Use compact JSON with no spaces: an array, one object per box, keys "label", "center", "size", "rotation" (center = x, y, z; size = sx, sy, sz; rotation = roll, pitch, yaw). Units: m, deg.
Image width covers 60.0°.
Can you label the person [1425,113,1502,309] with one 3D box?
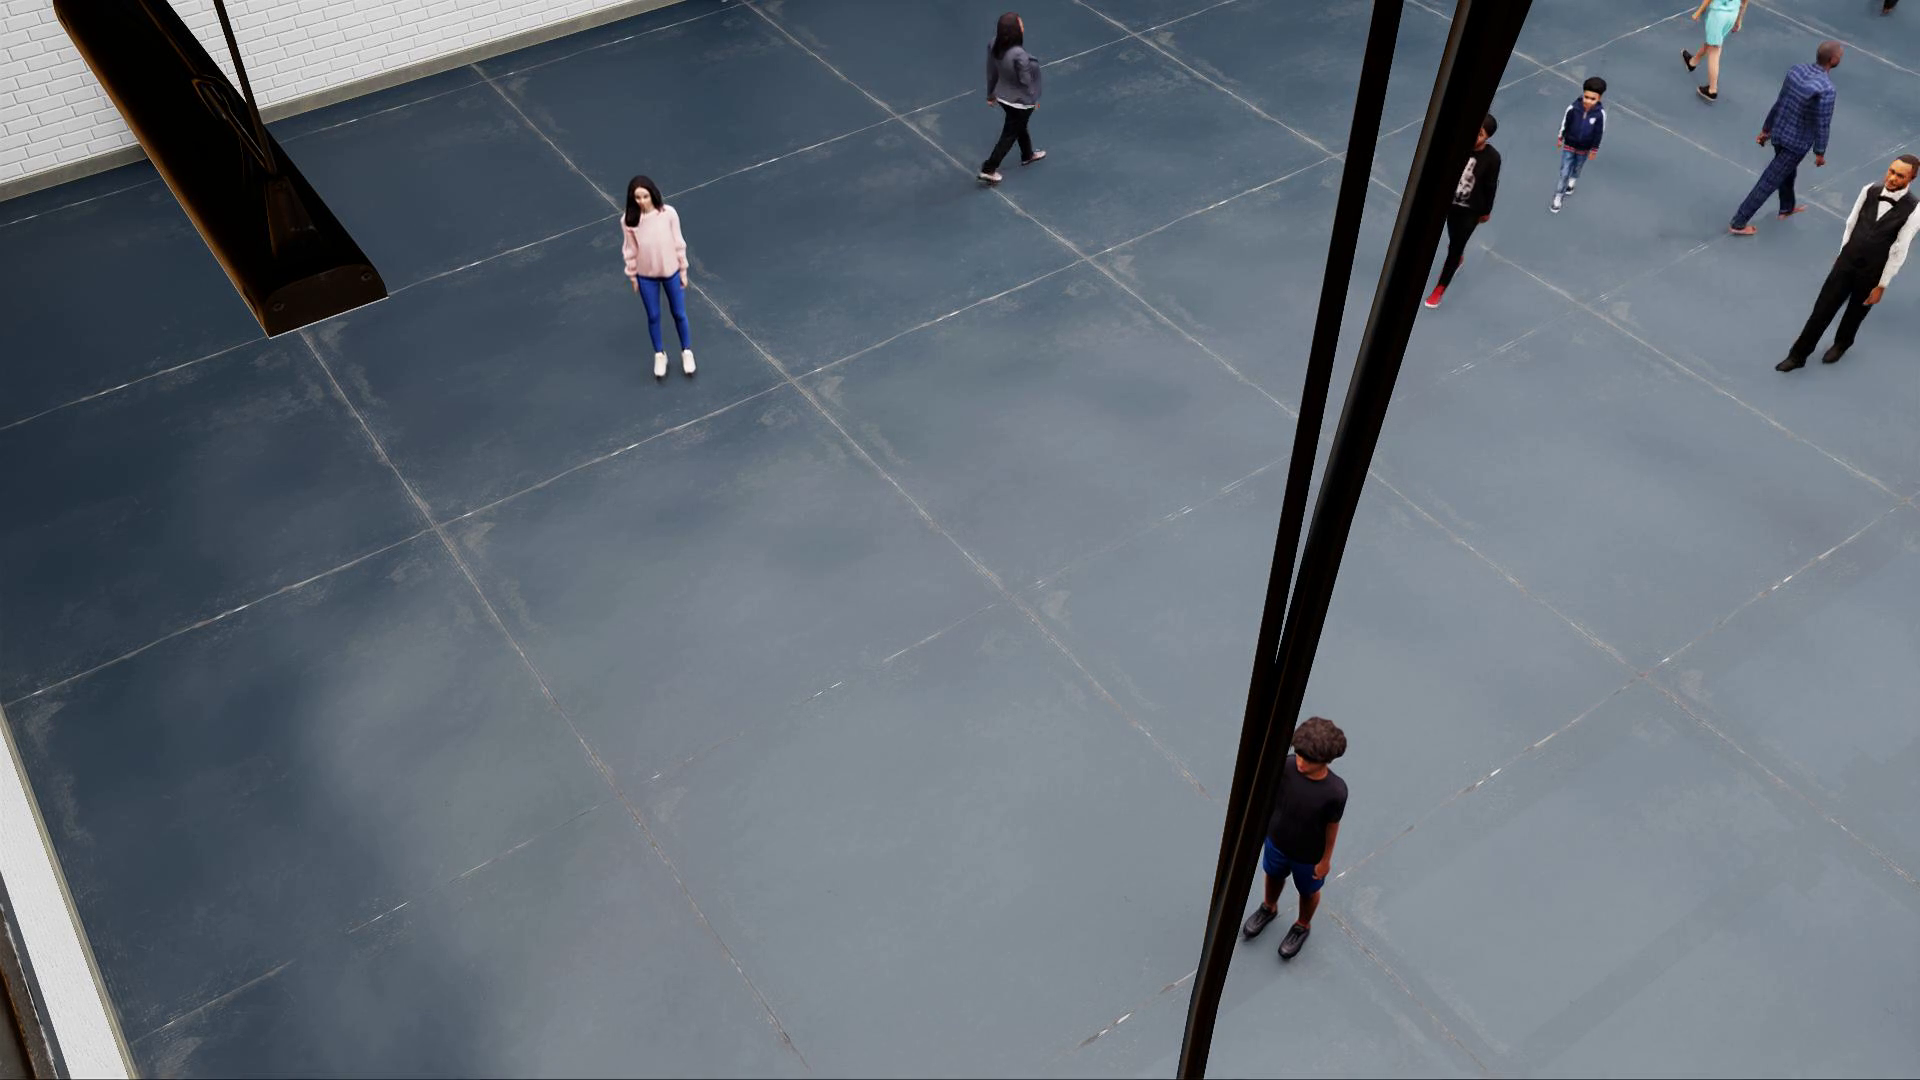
[{"label":"person","center":[4.175,-2.788,13.716],"size":[0.850,1.627,1.174],"rotation":[27,50,26]}]

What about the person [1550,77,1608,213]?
[{"label":"person","center":[5.545,-3.574,14.854],"size":[0.769,1.197,0.911],"rotation":[18,47,18]}]

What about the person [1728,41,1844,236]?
[{"label":"person","center":[7.033,-3.409,14.246],"size":[1.149,1.796,0.941],"rotation":[-9,44,-9]}]

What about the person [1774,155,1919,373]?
[{"label":"person","center":[7.058,-2.148,12.858],"size":[1.064,1.884,0.736],"rotation":[-30,51,-28]}]

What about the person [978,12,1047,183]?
[{"label":"person","center":[0.429,-3.949,14.977],"size":[1.048,1.569,0.708],"rotation":[-22,48,-22]}]

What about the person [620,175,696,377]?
[{"label":"person","center":[-2.326,-2.054,12.844],"size":[0.650,1.768,0.778],"rotation":[-5,44,-5]}]

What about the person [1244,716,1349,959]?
[{"label":"person","center":[1.842,1.594,8.993],"size":[0.650,1.798,0.632],"rotation":[31,52,28]}]

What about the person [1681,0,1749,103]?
[{"label":"person","center":[7.425,-5.017,16.140],"size":[1.053,1.511,0.877],"rotation":[-10,45,-10]}]
